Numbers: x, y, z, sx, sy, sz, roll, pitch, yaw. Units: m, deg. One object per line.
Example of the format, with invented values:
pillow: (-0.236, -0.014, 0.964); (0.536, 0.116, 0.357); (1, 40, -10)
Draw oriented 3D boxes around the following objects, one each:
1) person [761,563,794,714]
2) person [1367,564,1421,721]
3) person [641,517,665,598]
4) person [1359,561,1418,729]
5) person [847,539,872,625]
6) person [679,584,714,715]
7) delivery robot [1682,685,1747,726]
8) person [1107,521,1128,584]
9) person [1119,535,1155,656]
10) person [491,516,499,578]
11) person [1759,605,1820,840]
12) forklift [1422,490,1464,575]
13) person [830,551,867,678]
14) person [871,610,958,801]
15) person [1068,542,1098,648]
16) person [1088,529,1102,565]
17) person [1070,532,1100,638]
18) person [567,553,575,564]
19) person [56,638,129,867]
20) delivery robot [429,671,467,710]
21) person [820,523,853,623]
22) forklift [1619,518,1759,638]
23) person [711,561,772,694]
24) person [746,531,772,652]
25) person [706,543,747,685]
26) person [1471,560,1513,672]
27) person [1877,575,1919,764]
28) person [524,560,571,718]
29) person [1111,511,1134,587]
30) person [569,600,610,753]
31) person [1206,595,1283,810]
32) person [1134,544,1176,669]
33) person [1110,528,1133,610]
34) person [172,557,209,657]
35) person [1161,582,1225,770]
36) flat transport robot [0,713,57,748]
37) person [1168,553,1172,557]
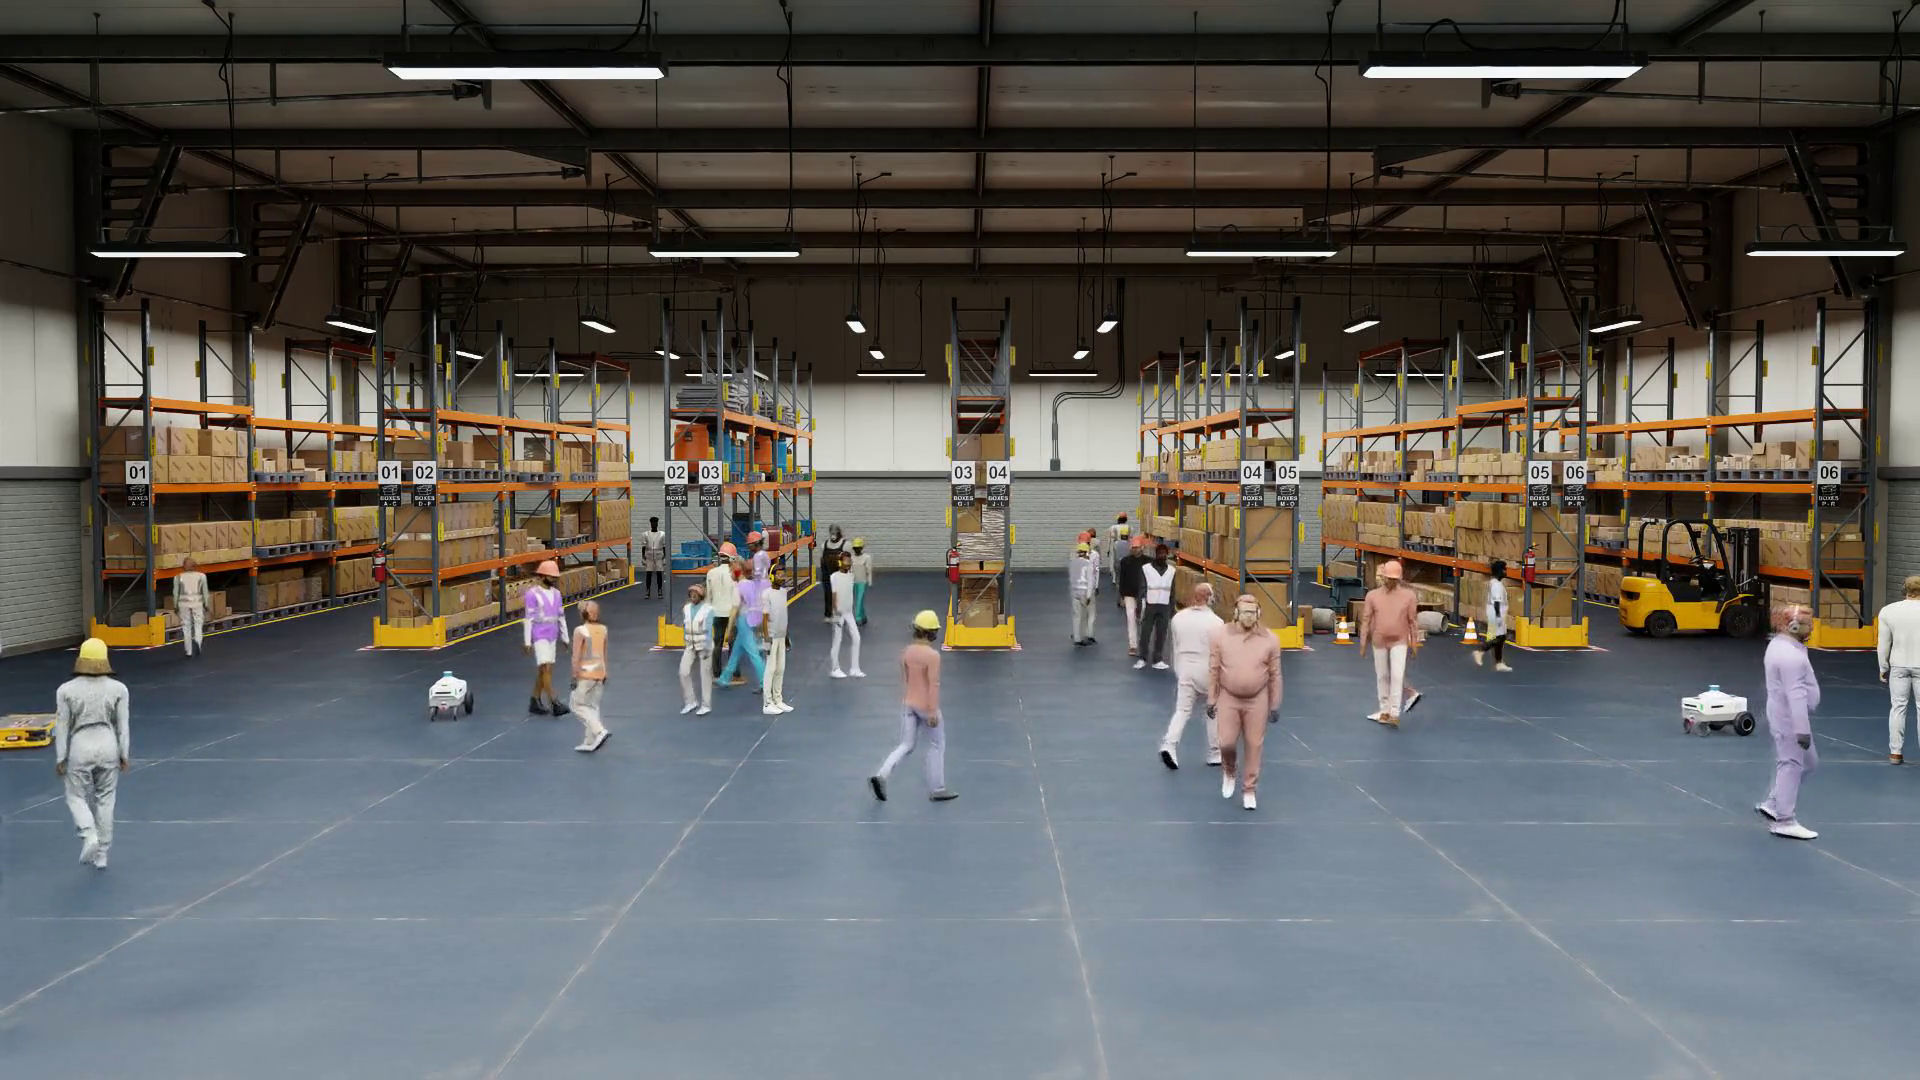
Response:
person: (-2.270, 1.218, 20.031); (0.324, 1.865, 0.517); (1, 3, 28)
person: (5.201, 1.230, 19.399); (0.528, 1.889, 0.648); (1, 2, 16)
person: (-7.347, 0.418, 38.778); (0.612, 1.965, 0.361); (0, 2, -8)
person: (4.991, 1.221, 18.858); (0.663, 1.933, 1.014); (1, 2, 20)
person: (-1.985, 0.829, 31.521); (0.542, 1.721, 0.916); (1, 2, 22)
person: (-3.225, 1.344, 19.767); (0.521, 1.620, 0.480); (1, 3, 31)
delivery robot: (8.585, 1.899, 18.379); (0.707, 0.478, 0.477); (-1, 2, -20)
person: (4.353, 0.260, 43.942); (0.617, 1.866, 0.954); (1, 3, 28)
person: (2.939, 0.896, 26.664); (0.620, 1.975, 0.693); (1, 2, 16)
person: (-12.340, 0.290, 43.148); (0.648, 1.881, 1.072); (0, 2, -4)
person: (6.777, 1.473, 13.110); (0.432, 1.893, 0.683); (1, 2, 21)
forklift: (13.926, -0.371, 47.846); (1.873, 2.768, 1.129); (0, 2, 0)
person: (-1.640, 1.090, 23.406); (0.522, 1.845, 0.734); (-2, 3, -44)
person: (-0.398, 1.497, 14.531); (0.790, 1.740, 0.528); (-2, 3, -37)
person: (2.084, 0.939, 27.729); (0.590, 1.797, 0.538); (2, 3, 41)
person: (3.361, 0.510, 41.117); (0.534, 1.587, 0.855); (0, 2, 12)
person: (2.254, 0.814, 29.231); (0.546, 1.934, 0.376); (0, 2, 9)
person: (-11.256, 0.176, 46.546); (0.404, 1.830, 0.600); (0, 2, -7)
person: (-6.464, 1.596, 12.055); (0.496, 1.725, 0.440); (-2, 3, -37)
delivery robot: (-6.239, 1.847, 19.682); (0.477, 0.478, 0.707); (0, 2, -8)
person: (-2.490, 0.648, 32.598); (0.686, 2.000, 0.956); (0, 2, 10)
forklift: (13.417, 0.684, 29.791); (2.313, 2.155, 1.214); (0, 2, 0)
person: (-2.978, 1.182, 21.792); (0.998, 1.781, 0.584); (1, 2, 13)
person: (-3.325, 0.860, 27.036); (0.522, 2.013, 0.640); (0, 2, 9)
person: (-3.286, 1.038, 22.812); (0.617, 1.993, 0.396); (1, 2, 22)
person: (7.978, 1.136, 24.124); (0.509, 1.683, 0.547); (1, 2, 21)
person: (9.706, 1.320, 16.442); (0.636, 1.936, 0.355); (2, 3, 41)
person: (-5.011, 1.205, 19.761); (0.732, 1.913, 0.566); (1, 3, 28)
person: (4.258, 0.255, 42.243); (0.611, 2.028, 0.451); (0, 2, 9)
person: (-3.892, 1.445, 17.042); (0.439, 1.627, 0.532); (1, 3, 25)
person: (2.524, 1.425, 14.313); (0.678, 1.890, 0.444); (0, 2, 8)
person: (2.969, 1.016, 24.715); (0.684, 1.900, 0.426); (-1, 2, -18)
person: (3.625, 0.635, 35.546); (0.623, 1.779, 0.928); (0, 2, 9)
person: (-12.475, 1.083, 26.170); (0.536, 1.623, 0.388); (-1, 3, -30)
person: (2.373, 1.359, 16.243); (0.638, 1.876, 0.907); (2, 3, 40)
flat transport robot: (-10.374, 2.104, 17.900); (0.652, 0.197, 1.431); (-1, 2, -19)
person: (5.823, 0.240, 45.259); (0.454, 1.809, 0.723); (0, 2, 4)
